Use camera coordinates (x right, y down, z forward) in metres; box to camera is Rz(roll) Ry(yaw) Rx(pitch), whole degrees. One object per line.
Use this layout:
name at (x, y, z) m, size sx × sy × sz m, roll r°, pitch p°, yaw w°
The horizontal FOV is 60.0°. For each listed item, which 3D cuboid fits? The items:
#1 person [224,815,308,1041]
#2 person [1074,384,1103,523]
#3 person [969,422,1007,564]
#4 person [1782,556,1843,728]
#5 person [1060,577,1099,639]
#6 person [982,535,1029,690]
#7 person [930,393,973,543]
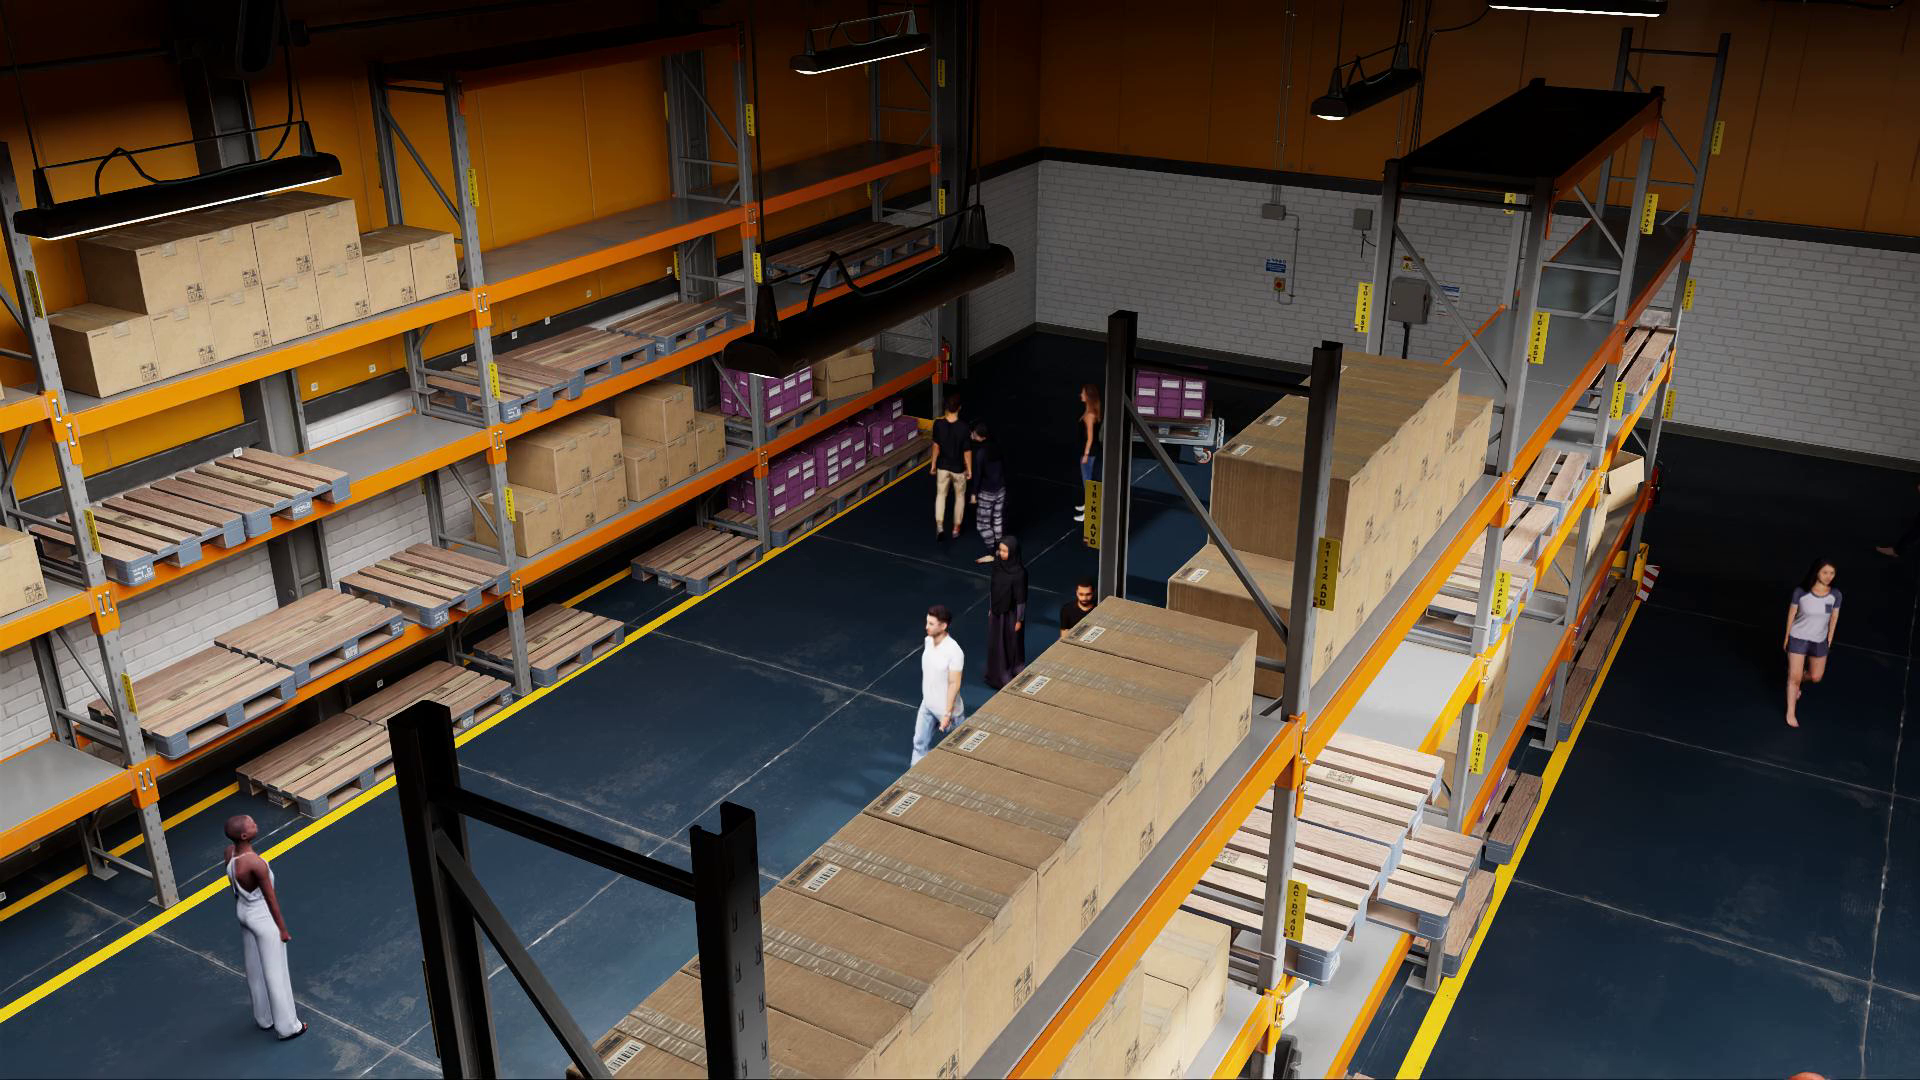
person at (-4.864, 2.674, 11.555) m, size 0.579 × 1.783 × 0.478 m, roll 14°, pitch 27°, yaw 29°
person at (1.569, -1.075, 20.206) m, size 0.717 × 1.722 × 0.581 m, roll 3°, pitch 24°, yaw 7°
person at (0.393, -0.594, 19.134) m, size 0.554 × 1.701 × 0.793 m, roll -15°, pitch 28°, yaw -30°
person at (7.986, 0.906, 15.712) m, size 0.742 × 1.693 × 0.902 m, roll 4°, pitch 24°, yaw 10°
person at (1.141, 1.088, 15.258) m, size 0.896 × 1.722 × 1.148 m, roll 2°, pitch 24°, yaw 5°
person at (0.469, 0.696, 16.289) m, size 0.676 × 1.615 × 0.669 m, roll -20°, pitch 31°, yaw -39°
person at (-0.108, -0.802, 19.447) m, size 0.842 × 1.831 × 1.047 m, roll 4°, pitch 24°, yaw 9°
